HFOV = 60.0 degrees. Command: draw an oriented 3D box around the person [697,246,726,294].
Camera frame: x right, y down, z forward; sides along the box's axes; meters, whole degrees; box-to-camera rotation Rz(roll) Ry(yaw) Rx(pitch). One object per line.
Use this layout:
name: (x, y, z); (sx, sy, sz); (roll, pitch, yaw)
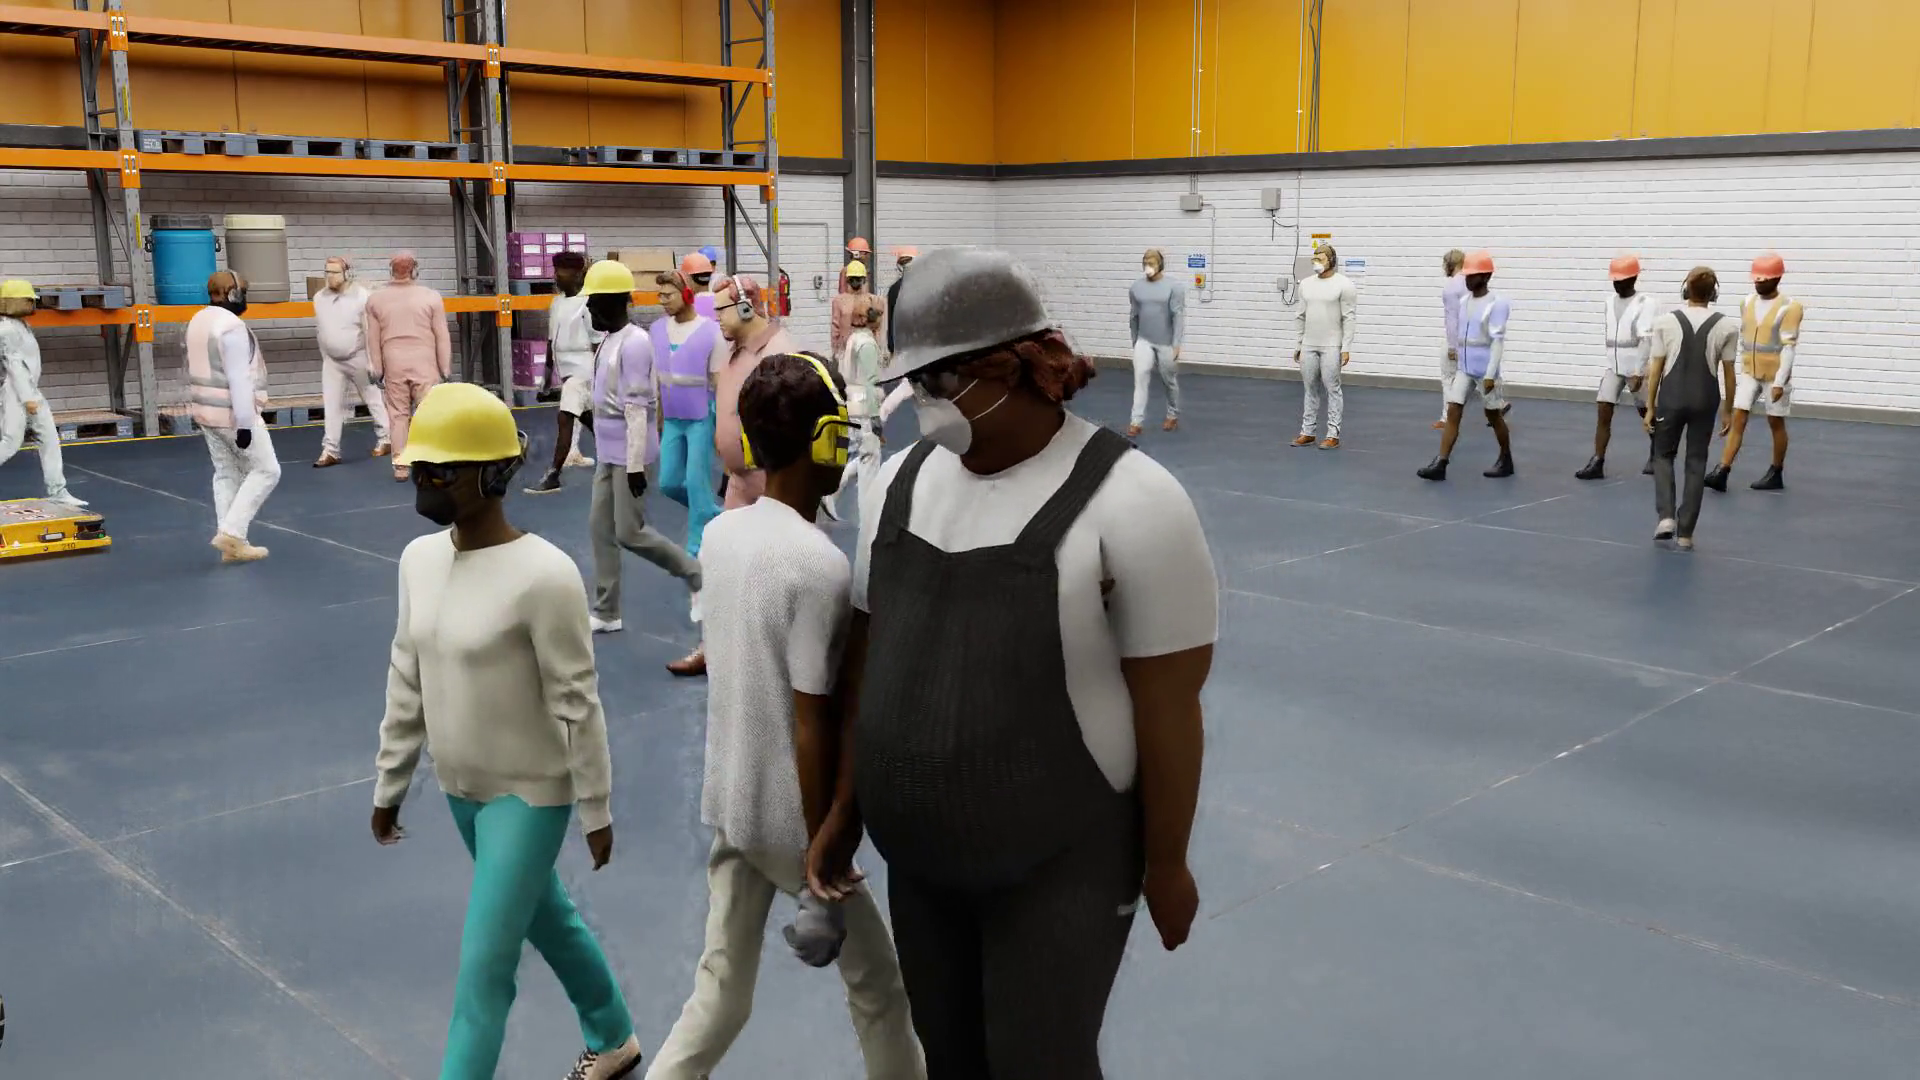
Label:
person: (-2.921, -2.496, 19.581); (0.615, 1.884, 1.026); (9, 14, 40)

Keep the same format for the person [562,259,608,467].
person: (-3.113, -1.537, 14.562); (0.897, 1.801, 0.652); (-4, 11, -20)

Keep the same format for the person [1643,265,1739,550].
person: (4.719, -0.850, 10.759); (0.535, 1.827, 0.428); (4, 11, 22)

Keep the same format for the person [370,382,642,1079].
person: (-0.999, 0.525, 3.551); (0.539, 1.722, 0.916); (8, 13, 36)

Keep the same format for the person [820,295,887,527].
person: (-0.712, -0.857, 11.368); (0.462, 1.624, 0.531); (-2, 11, -9)

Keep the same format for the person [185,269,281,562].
person: (-4.484, -0.750, 10.261); (0.626, 1.817, 0.442); (8, 13, 39)

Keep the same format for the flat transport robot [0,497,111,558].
flat transport robot: (-6.170, -0.100, 10.916); (0.652, 0.197, 1.431); (-10, 15, -44)

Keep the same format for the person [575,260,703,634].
person: (-1.645, -0.458, 8.419); (0.731, 1.903, 0.595); (-5, 12, -26)

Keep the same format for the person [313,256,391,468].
person: (-5.437, -1.606, 14.855); (0.654, 1.854, 1.039); (2, 11, 11)

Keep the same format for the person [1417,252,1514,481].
person: (4.277, -1.425, 13.742); (0.994, 1.889, 0.566); (-5, 12, -28)

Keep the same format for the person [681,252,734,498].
person: (-1.995, -1.288, 13.000); (0.565, 1.879, 0.997); (-5, 12, -27)

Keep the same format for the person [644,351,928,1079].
person: (-0.328, 0.546, 3.234); (0.994, 1.809, 0.529); (-7, 13, -35)

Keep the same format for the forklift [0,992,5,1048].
forklift: (-3.245, 0.323, 3.363); (2.313, 2.155, 1.214); (2, 11, 13)

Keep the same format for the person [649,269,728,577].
person: (-1.581, -0.714, 10.023); (0.577, 1.823, 0.565); (7, 12, 33)

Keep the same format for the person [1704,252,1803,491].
person: (6.230, -1.293, 13.023); (0.943, 1.882, 0.570); (-6, 12, -28)

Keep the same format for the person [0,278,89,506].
person: (-6.996, -1.069, 12.269); (0.803, 1.717, 0.477); (-2, 11, -10)

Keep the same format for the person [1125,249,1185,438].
person: (2.006, -2.007, 16.924); (0.648, 1.890, 1.014); (6, 12, 28)

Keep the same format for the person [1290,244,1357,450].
person: (3.443, -1.831, 15.807); (0.635, 1.937, 0.359); (10, 14, 44)

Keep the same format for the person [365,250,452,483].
person: (-4.486, -1.413, 13.629); (0.646, 1.908, 0.404); (0, 10, -3)

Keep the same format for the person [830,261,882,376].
person: (-1.042, -1.911, 16.707); (0.525, 1.772, 0.304); (1, 10, 6)

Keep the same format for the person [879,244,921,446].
person: (-0.535, -1.877, 16.066); (0.968, 1.941, 0.633); (-5, 12, -27)

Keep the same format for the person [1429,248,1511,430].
person: (5.267, -2.043, 17.111); (0.742, 1.902, 0.641); (10, 15, 44)

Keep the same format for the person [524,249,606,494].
person: (-3.055, -1.356, 13.300); (1.022, 1.920, 0.622); (-9, 14, -41)

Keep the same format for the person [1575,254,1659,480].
person: (5.615, -1.447, 13.902); (1.015, 1.889, 0.562); (-6, 12, -31)

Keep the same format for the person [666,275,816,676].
person: (-0.898, -0.301, 7.746); (0.978, 1.847, 0.668); (-7, 12, -33)

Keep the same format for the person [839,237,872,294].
person: (-1.278, -2.710, 20.456); (0.392, 1.990, 0.612); (-6, 12, -29)
